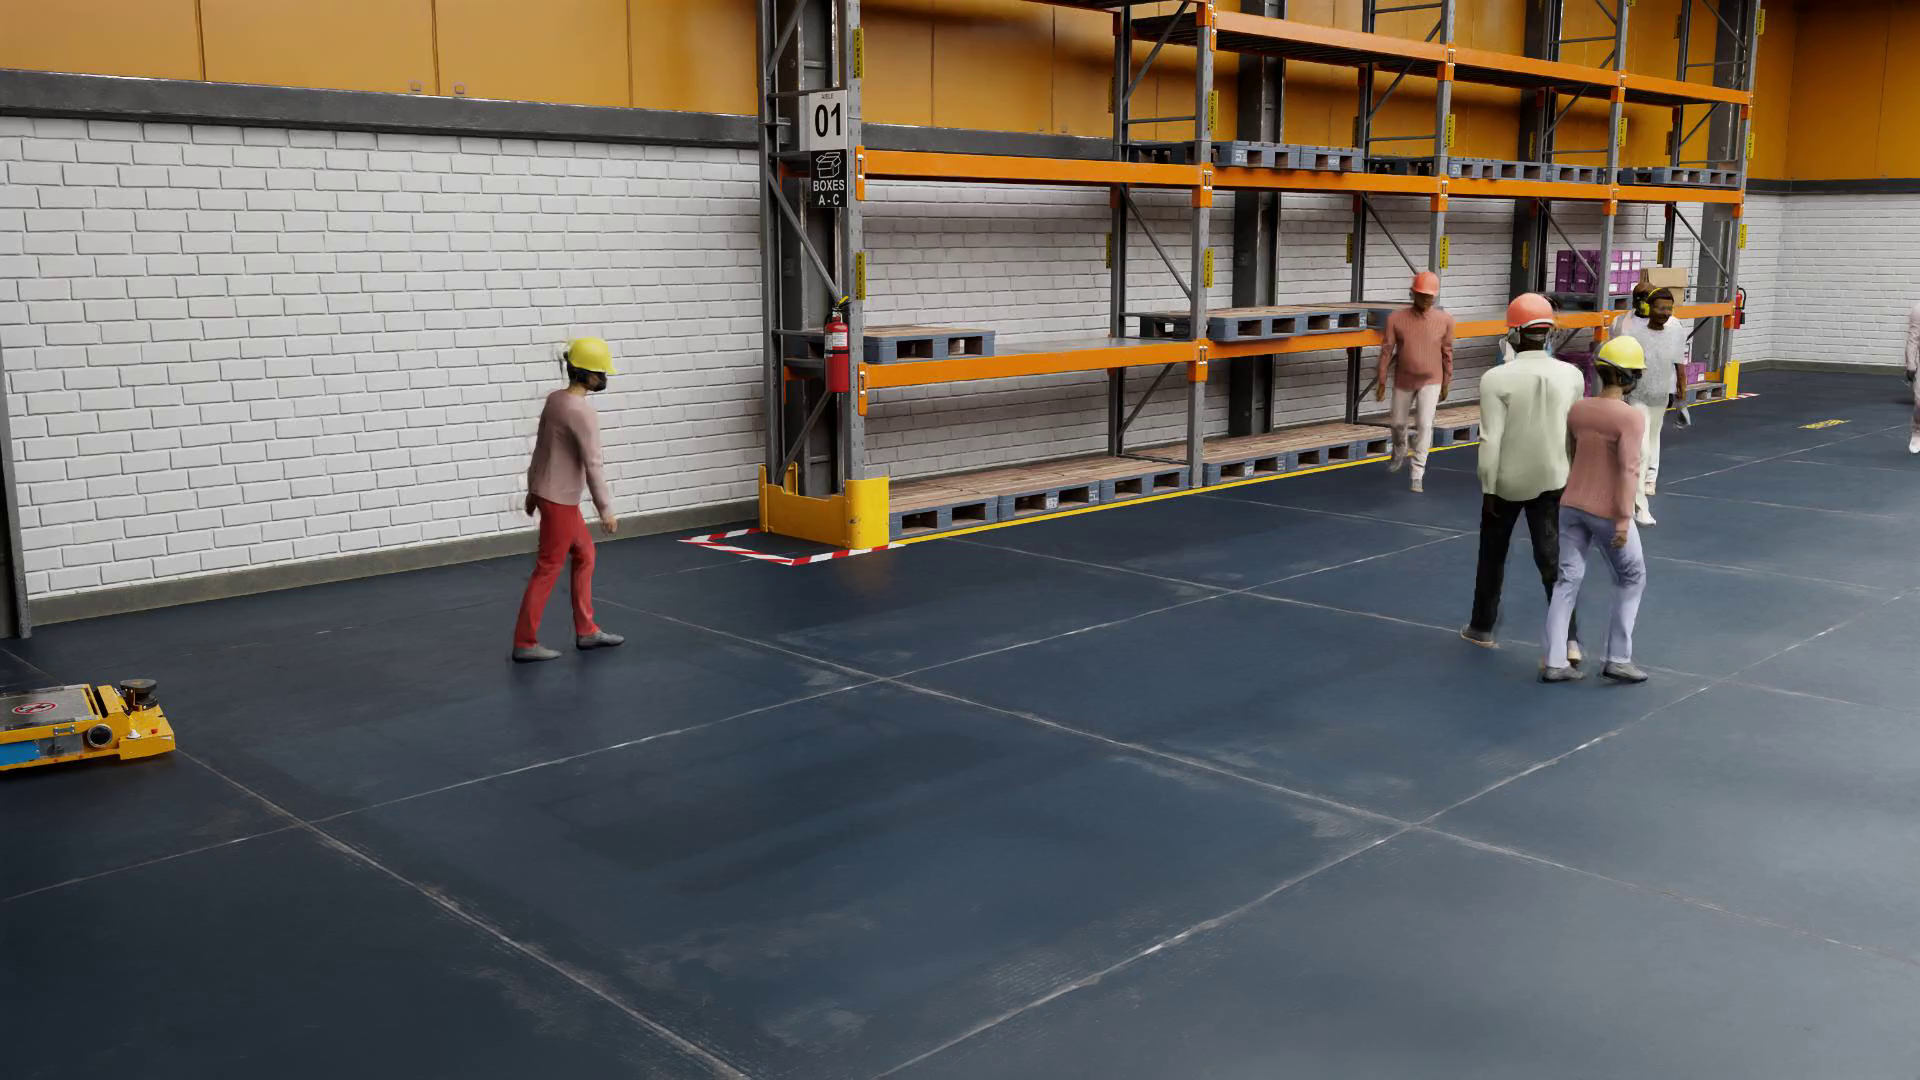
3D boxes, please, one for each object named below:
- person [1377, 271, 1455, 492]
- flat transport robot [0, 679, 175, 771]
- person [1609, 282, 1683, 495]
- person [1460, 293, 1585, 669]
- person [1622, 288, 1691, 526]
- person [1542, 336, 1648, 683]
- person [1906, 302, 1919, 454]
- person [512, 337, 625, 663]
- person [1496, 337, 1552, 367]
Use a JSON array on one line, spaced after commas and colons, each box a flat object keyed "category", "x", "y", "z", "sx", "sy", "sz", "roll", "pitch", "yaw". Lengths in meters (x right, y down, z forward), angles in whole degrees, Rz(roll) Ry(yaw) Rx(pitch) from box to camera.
[{"category": "person", "x": 4.077, "y": -1.441, "z": 14.885, "sx": 0.643, "sy": 1.947, "sz": 0.950, "roll": 3, "pitch": 11, "yaw": 17}, {"category": "flat transport robot", "x": -4.149, "y": 0.833, "z": 7.029, "sx": 1.431, "sy": 0.197, "sz": 0.652, "roll": -6, "pitch": 12, "yaw": -31}, {"category": "person", "x": 5.901, "y": -1.314, "z": 14.456, "sx": 0.626, "sy": 1.844, "sz": 0.429, "roll": 7, "pitch": 13, "yaw": 34}, {"category": "person", "x": 2.994, "y": -0.311, "z": 8.711, "sx": 0.623, "sy": 1.955, "sz": 1.023, "roll": -2, "pitch": 11, "yaw": -9}, {"category": "person", "x": 5.385, "y": -1.017, "z": 12.864, "sx": 0.496, "sy": 1.834, "sz": 0.825, "roll": -1, "pitch": 10, "yaw": -6}, {"category": "person", "x": 3.230, "y": -0.138, "z": 8.310, "sx": 0.653, "sy": 1.744, "sz": 0.538, "roll": -5, "pitch": 11, "yaw": -25}, {"category": "person", "x": 9.908, "y": -1.763, "z": 16.769, "sx": 0.649, "sy": 1.888, "sz": 0.426, "roll": 4, "pitch": 11, "yaw": 23}, {"category": "person", "x": -2.050, "y": -0.207, "z": 8.750, "sx": 0.743, "sy": 1.703, "sz": 0.540, "roll": -6, "pitch": 12, "yaw": -31}, {"category": "person", "x": 4.992, "y": -1.254, "z": 14.742, "sx": 0.531, "sy": 1.618, "sz": 0.678, "roll": 10, "pitch": 14, "yaw": 43}]
